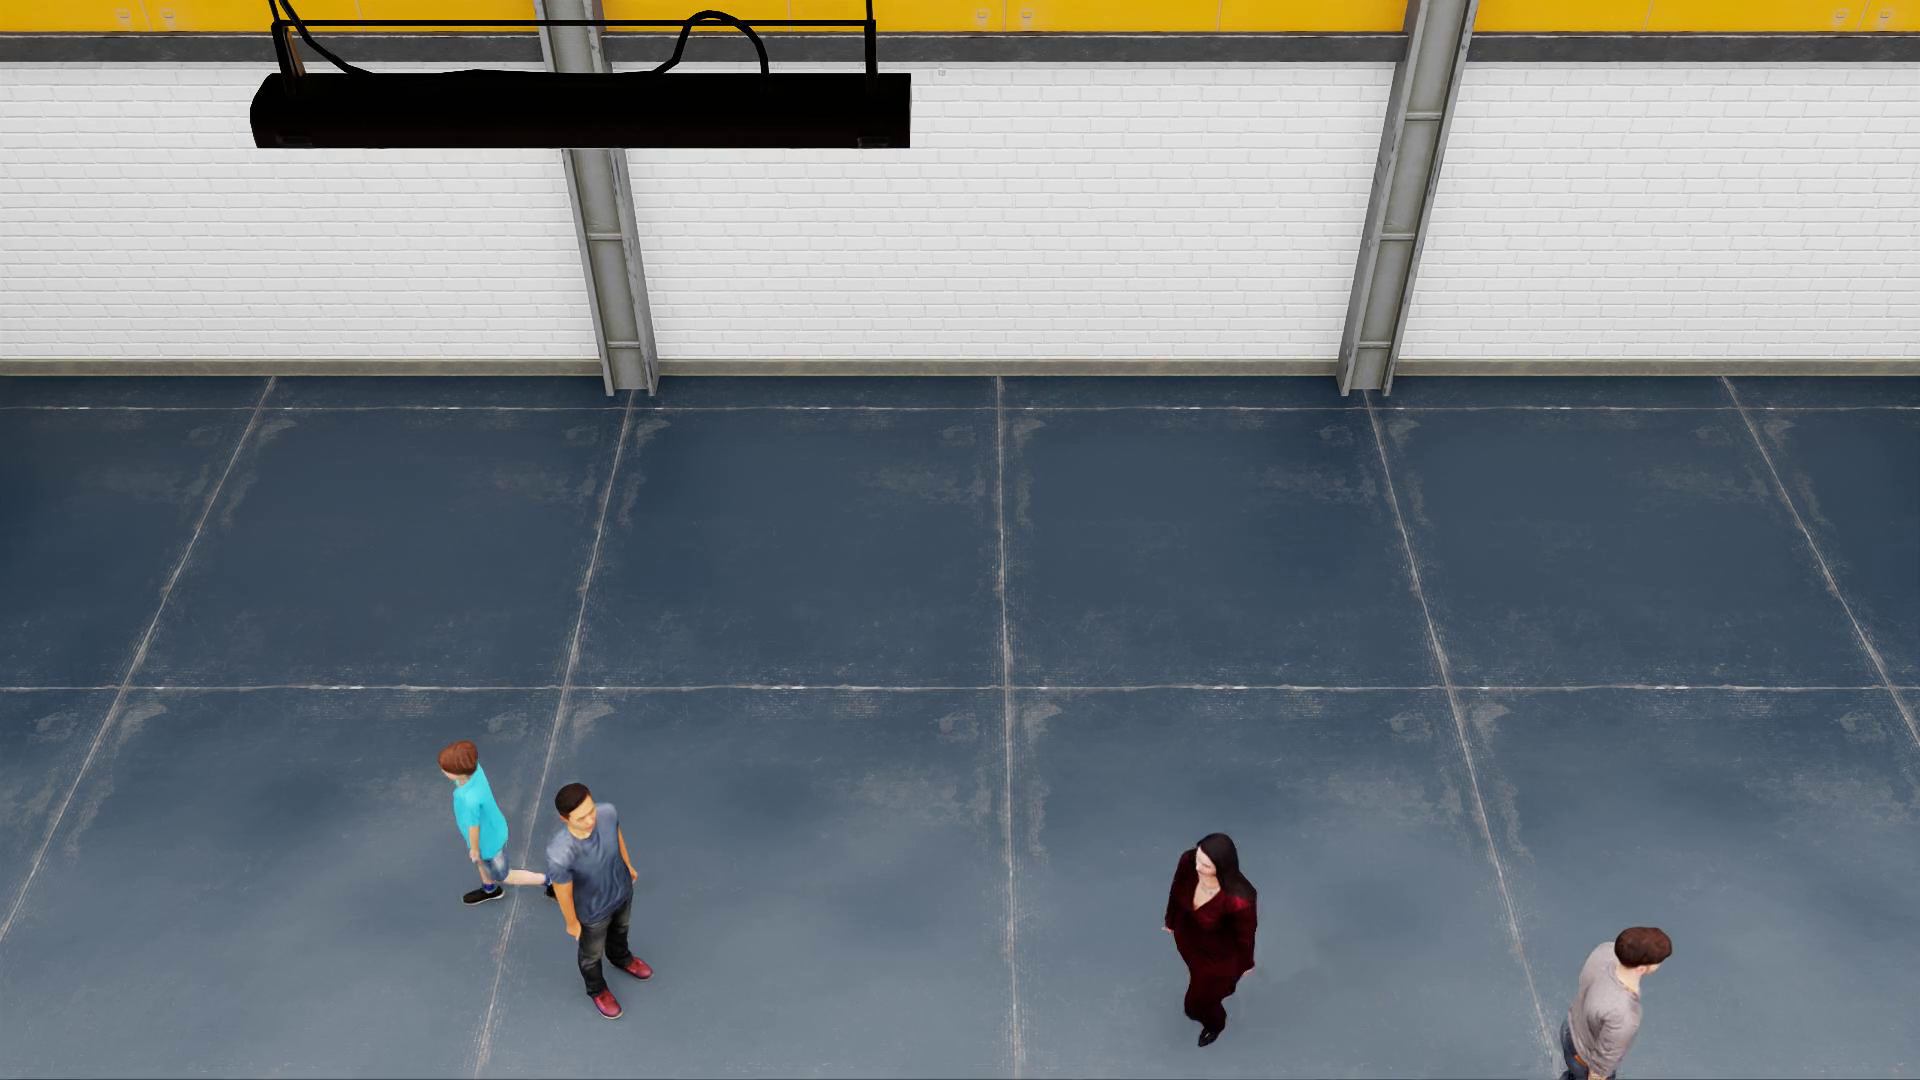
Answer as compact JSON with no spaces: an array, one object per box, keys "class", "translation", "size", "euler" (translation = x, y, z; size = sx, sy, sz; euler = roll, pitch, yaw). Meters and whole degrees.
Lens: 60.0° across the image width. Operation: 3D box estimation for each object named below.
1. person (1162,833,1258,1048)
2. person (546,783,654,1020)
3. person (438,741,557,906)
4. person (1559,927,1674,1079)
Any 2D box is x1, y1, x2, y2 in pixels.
[{"class":"person","translation":[1.412,2.079,8.893],"size":[0.923,1.739,0.867],"euler":[-26,49,-25]},{"class":"person","translation":[-1.971,1.908,9.022],"size":[0.733,1.808,0.735],"euler":[24,48,23]},{"class":"person","translation":[-2.659,1.658,9.557],"size":[0.911,1.433,0.668],"euler":[-11,45,-11]},{"class":"person","translation":[3.082,2.523,8.319],"size":[0.970,1.888,0.758],"euler":[5,44,5]}]
